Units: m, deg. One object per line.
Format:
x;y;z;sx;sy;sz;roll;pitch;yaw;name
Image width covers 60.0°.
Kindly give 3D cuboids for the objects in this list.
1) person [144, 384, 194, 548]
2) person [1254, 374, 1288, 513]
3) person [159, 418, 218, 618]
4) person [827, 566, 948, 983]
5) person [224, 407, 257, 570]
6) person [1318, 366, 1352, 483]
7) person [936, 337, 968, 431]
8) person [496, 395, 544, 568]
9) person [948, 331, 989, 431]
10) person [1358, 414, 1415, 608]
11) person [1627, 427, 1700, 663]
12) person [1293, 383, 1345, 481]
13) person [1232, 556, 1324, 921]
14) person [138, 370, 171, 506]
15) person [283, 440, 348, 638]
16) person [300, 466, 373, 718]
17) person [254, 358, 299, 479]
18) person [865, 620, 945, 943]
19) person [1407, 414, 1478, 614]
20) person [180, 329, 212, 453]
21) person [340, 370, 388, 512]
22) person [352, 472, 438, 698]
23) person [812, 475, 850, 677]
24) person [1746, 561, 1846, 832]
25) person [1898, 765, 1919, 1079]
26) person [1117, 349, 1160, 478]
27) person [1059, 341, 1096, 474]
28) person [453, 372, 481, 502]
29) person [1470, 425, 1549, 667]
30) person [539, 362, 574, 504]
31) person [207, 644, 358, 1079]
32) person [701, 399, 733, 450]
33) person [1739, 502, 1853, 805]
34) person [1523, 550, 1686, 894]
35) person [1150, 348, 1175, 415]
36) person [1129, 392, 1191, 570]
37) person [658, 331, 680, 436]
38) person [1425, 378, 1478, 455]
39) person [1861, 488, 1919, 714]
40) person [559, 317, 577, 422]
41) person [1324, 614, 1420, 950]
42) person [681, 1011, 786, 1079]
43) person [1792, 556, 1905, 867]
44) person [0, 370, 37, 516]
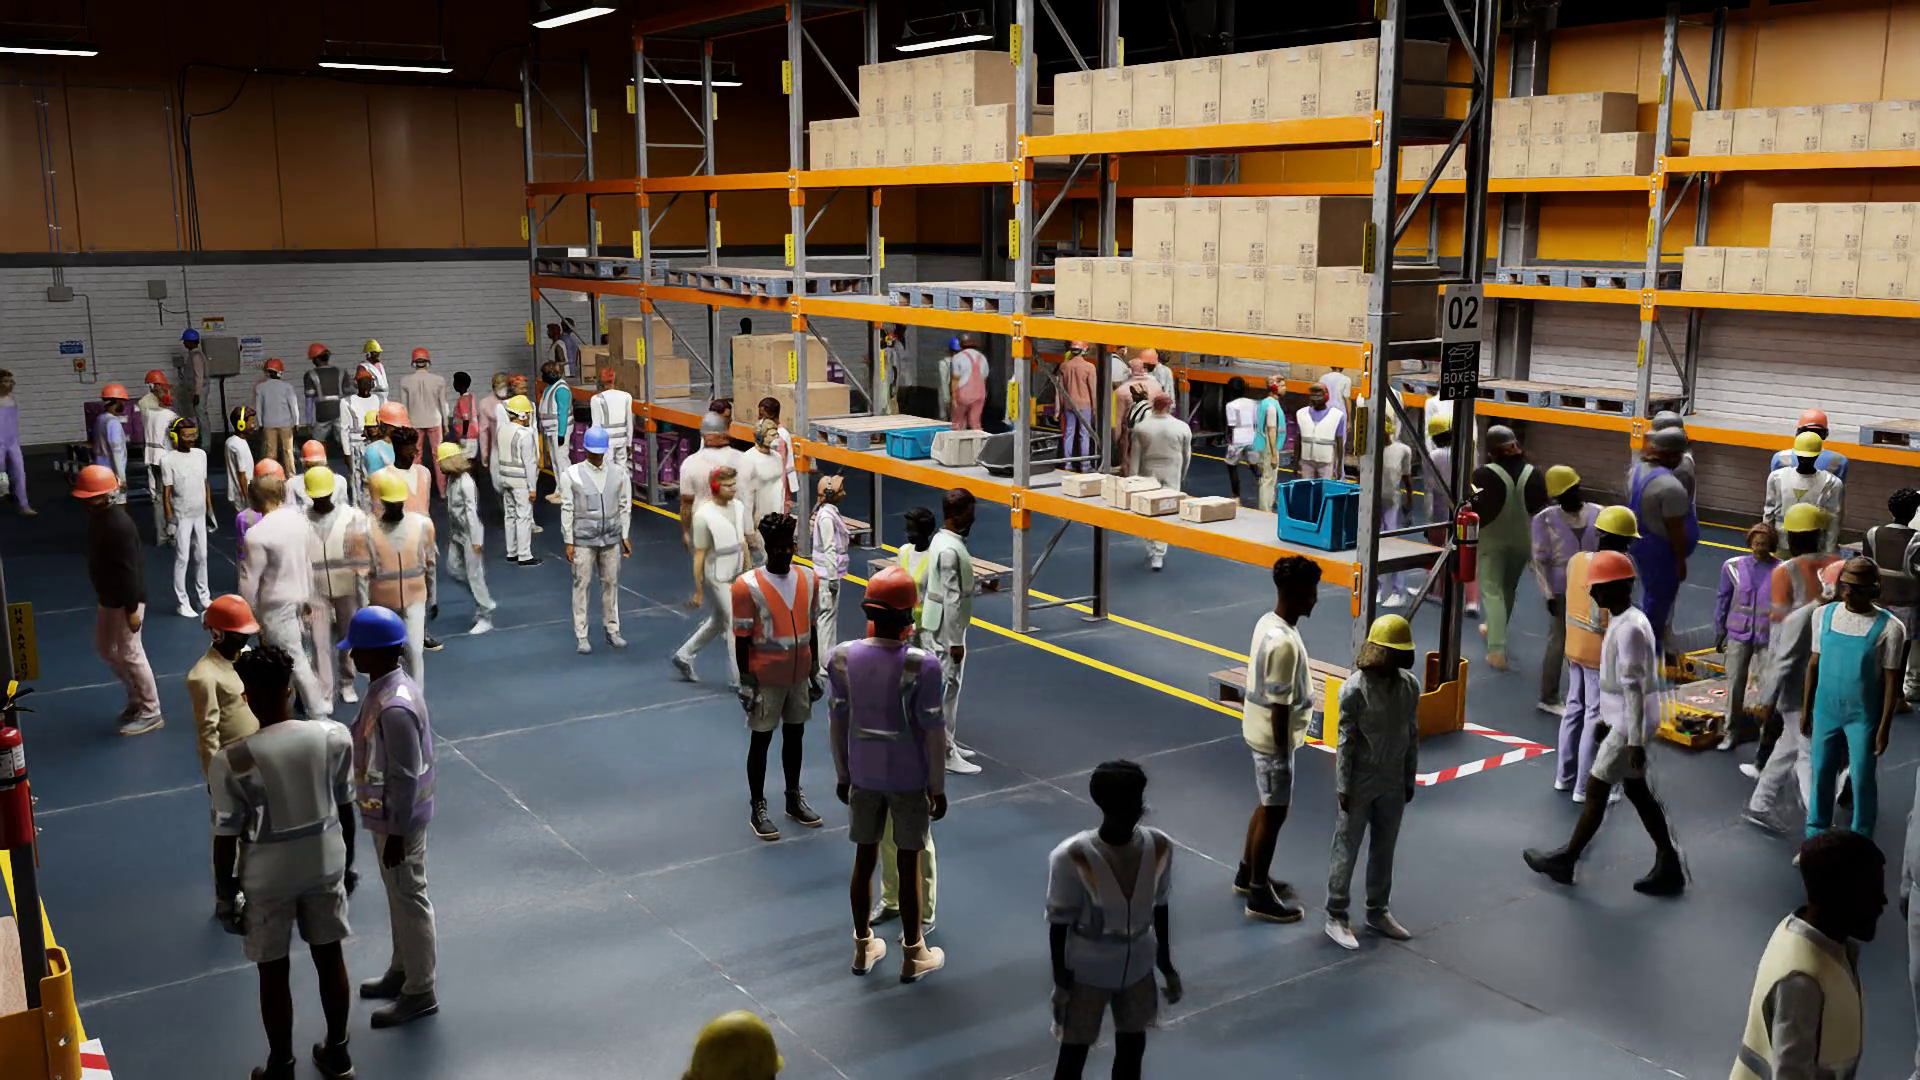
-8.883;-0.822;18.613;0.622;1.828;0.405;7;13;33;person
3.679;-1.038;19.679;0.397;1.843;0.580;1;11;6;person
-7.130;-0.210;15.399;0.312;1.860;0.503;5;12;23;person
-0.334;1.130;8.064;0.612;2.043;0.374;5;12;22;person
-7.001;-0.387;16.322;0.351;1.856;0.518;-7;13;-31;person
5.128;-1.637;22.730;0.506;1.847;0.343;10;15;42;person
-0.161;-2.116;25.016;0.591;1.913;0.857;-10;15;-42;person
-4.647;-0.619;17.594;0.586;1.824;0.404;10;15;43;person
0.076;-2.149;24.853;0.710;2.000;0.761;-8;14;-35;person
4.037;-0.270;15.784;0.622;1.836;0.495;8;13;34;person
5.753;0.046;13.616;0.545;2.000;0.753;-1;11;-3;person
4.064;-0.866;18.808;0.590;1.840;0.390;7;13;32;person
1.679;1.035;8.788;0.413;1.952;0.618;1;11;4;person
-10.215;-1.301;21.249;0.326;1.751;0.559;1;11;4;person
-5.650;-0.019;14.682;0.572;1.750;0.330;-8;14;-36;person
-4.651;0.380;12.318;0.616;1.865;0.977;-3;11;-15;person
-9.366;-1.616;22.860;0.573;1.749;0.339;0;11;-2;person
-0.335;1.187;8.557;0.576;1.737;0.355;10;15;40;person
4.606;-0.249;15.629;0.639;1.856;1.016;-2;11;-11;person
-11.901;-2.318;25.952;0.385;1.948;0.602;-5;12;-26;person
-7.040;-1.074;19.755;0.576;1.884;0.355;-7;13;-33;person
-4.140;0.400;12.220;0.587;1.887;0.919;-5;12;-26;person
-1.037;0.287;13.411;0.306;1.640;0.522;-1;11;-4;person
5.082;0.958;9.803;0.599;1.699;0.833;-8;13;-34;person
4.014;1.473;6.703;0.401;1.894;0.654;-1;11;-6;person
2.582;-1.723;23.147;1.037;1.856;0.538;-5;12;-23;person
1.695;-1.913;23.756;0.612;1.997;0.375;7;13;31;person
-6.403;-1.339;21.586;0.319;1.695;0.538;-2;11;-8;person
4.494;-0.011;13.906;0.686;2.000;0.993;-2;11;-8;person
-5.232;-1.396;21.556;0.429;1.831;0.631;-6;13;-29;person
-2.823;1.390;6.973;0.605;1.955;0.398;-10;15;-42;person
-2.410;-0.454;16.533;0.409;1.907;0.598;0;11;0;person
5.411;0.715;10.575;0.608;1.899;0.824;-2;11;-12;person
3.631;1.004;9.135;0.859;1.872;0.637;4;12;18;person
3.018;-2.025;25.008;0.357;1.733;0.588;-8;13;-34;person
2.125;-0.633;17.624;0.625;1.848;1.019;3;12;16;person
-4.944;-2.666;28.001;0.325;1.843;0.517;-5;12;-23;person
5.947;-1.135;20.240;0.590;1.827;1.037;0;11;2;person
6.985;0.450;12.451;0.319;1.694;0.533;-7;13;-30;person
-6.834;-2.919;29.055;0.367;1.939;0.631;-5;12;-24;person
2.114;1.216;8.418;0.484;1.738;0.346;-5;12;-23;person
-0.583;2.030;4.269;0.490;1.730;0.324;7;13;32;person
4.971;0.988;9.322;0.341;1.840;0.504;-8;14;-35;person
-11.863;-1.194;20.528;0.781;1.823;0.525;4;12;19;person
